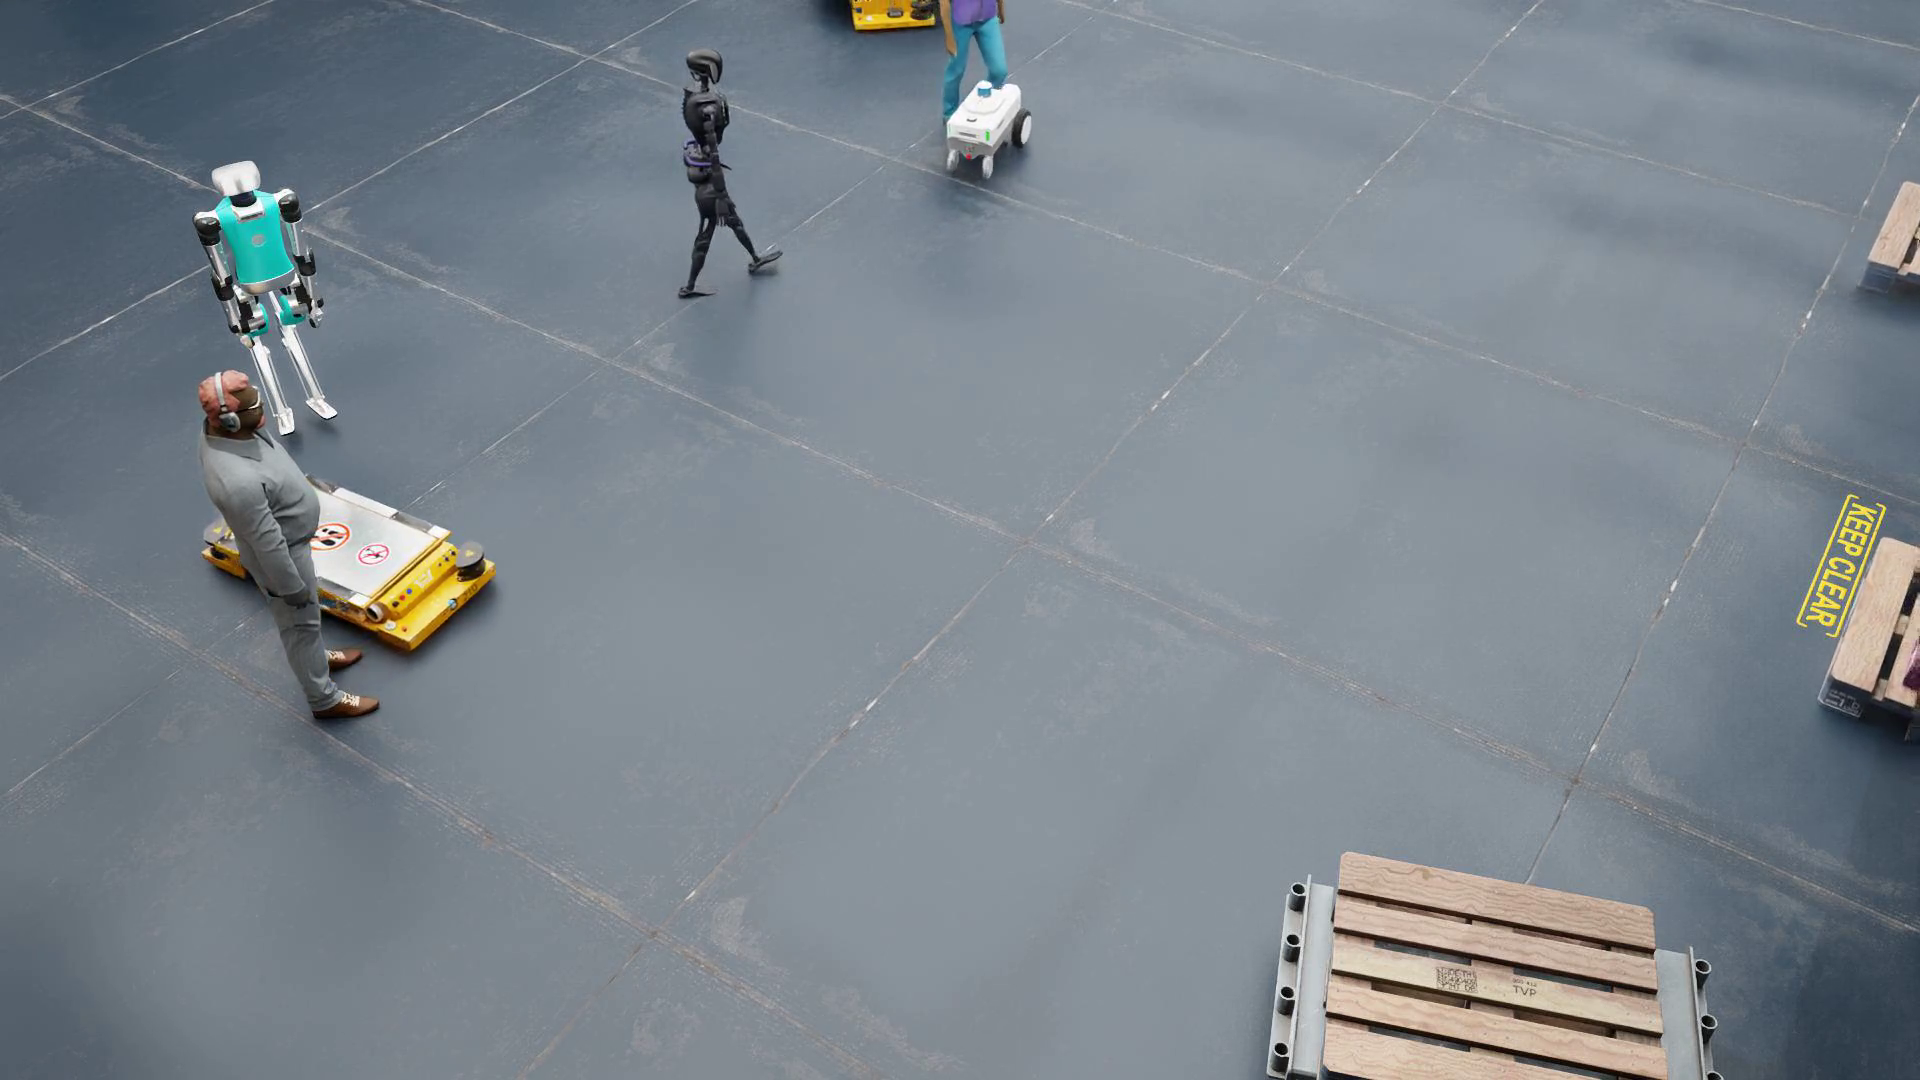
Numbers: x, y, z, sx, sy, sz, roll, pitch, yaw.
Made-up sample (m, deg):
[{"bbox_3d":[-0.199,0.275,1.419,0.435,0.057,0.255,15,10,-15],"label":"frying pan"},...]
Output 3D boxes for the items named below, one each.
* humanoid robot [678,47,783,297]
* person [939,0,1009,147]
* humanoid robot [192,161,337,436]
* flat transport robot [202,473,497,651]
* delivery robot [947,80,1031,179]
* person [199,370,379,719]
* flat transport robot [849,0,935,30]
[{"bbox_3d":[-1.482,-2.268,10.278,0.720,1.628,0.609,-9,43,-10],"label":"humanoid robot"},{"bbox_3d":[0.117,-3.641,11.705,0.622,1.800,0.720,-22,46,-23],"label":"person"},{"bbox_3d":[-3.822,-1.384,9.126,0.533,1.677,0.735,-24,47,-25],"label":"humanoid robot"},{"bbox_3d":[-3.203,0.086,8.683,1.431,0.231,0.659,20,45,21],"label":"flat transport robot"},{"bbox_3d":[0.184,-2.993,11.928,0.499,0.613,0.797,14,44,15],"label":"delivery robot"},{"bbox_3d":[-3.058,0.028,7.520,0.411,1.908,0.640,-18,45,-19],"label":"person"},{"bbox_3d":[-0.629,-4.696,14.034,0.659,0.231,1.431,-6,42,-6],"label":"flat transport robot"}]
